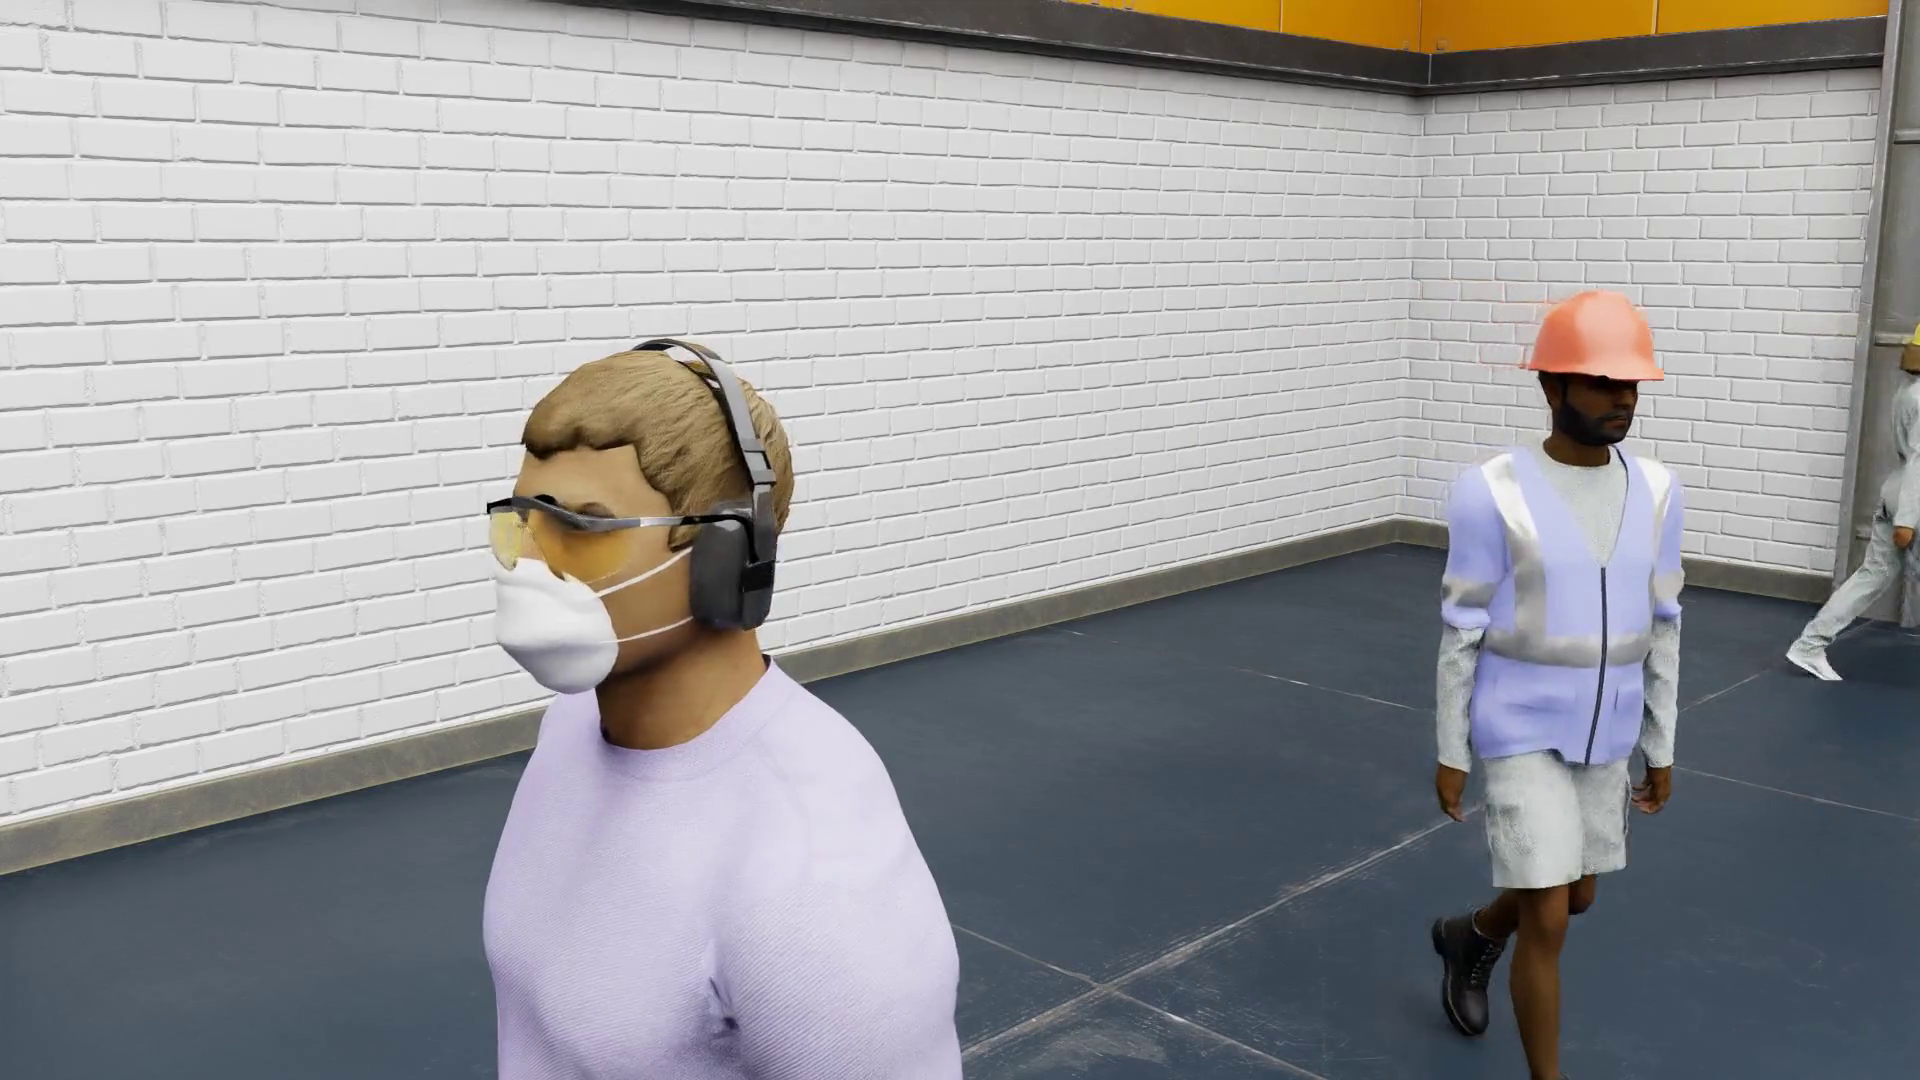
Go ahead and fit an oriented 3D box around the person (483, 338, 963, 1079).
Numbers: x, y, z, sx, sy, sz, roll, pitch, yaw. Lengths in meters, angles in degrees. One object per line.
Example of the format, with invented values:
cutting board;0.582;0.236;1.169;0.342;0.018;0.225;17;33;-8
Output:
person;-0.242;0.794;1.491;0.367;1.940;0.634;-7;12;-32

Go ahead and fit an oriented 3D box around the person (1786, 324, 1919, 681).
person;4.184;-0.161;7.346;0.862;1.703;0.488;3;11;17

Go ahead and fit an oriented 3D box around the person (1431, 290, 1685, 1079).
person;1.302;0.393;3.756;0.542;1.918;0.851;-2;11;-12
